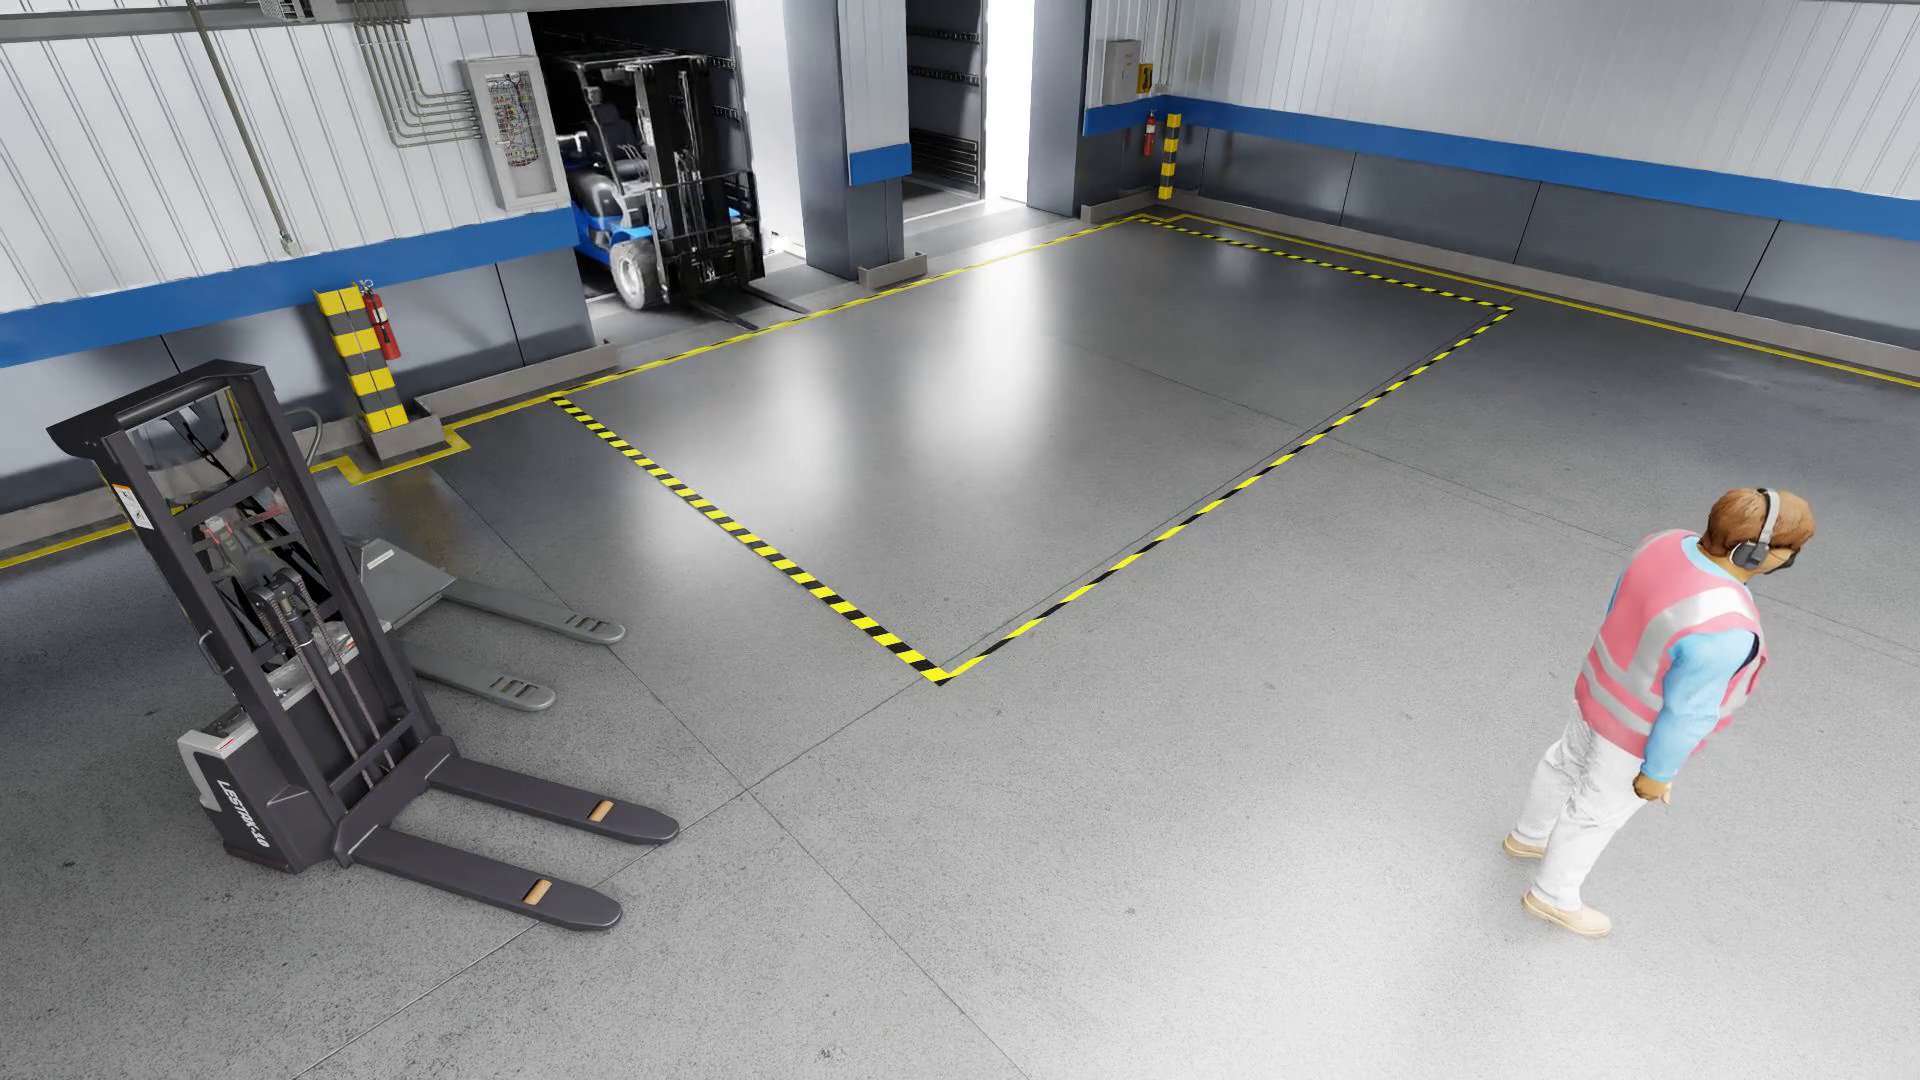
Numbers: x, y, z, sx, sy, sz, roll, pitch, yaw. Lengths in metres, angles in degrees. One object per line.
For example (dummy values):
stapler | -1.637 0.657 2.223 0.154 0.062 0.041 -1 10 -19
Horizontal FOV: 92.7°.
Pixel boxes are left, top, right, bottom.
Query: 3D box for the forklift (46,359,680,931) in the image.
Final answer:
forklift | -2.135 0.422 3.354 1.885 1.965 0.823 10 35 14

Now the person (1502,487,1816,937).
person | 2.378 0.618 3.203 0.431 1.843 0.622 9 35 13

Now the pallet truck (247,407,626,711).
pallet truck | -2.628 0.038 4.590 1.601 1.201 0.680 12 36 18

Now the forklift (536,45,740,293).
forklift | -3.307 -3.789 9.193 2.680 2.036 1.157 29 44 36
